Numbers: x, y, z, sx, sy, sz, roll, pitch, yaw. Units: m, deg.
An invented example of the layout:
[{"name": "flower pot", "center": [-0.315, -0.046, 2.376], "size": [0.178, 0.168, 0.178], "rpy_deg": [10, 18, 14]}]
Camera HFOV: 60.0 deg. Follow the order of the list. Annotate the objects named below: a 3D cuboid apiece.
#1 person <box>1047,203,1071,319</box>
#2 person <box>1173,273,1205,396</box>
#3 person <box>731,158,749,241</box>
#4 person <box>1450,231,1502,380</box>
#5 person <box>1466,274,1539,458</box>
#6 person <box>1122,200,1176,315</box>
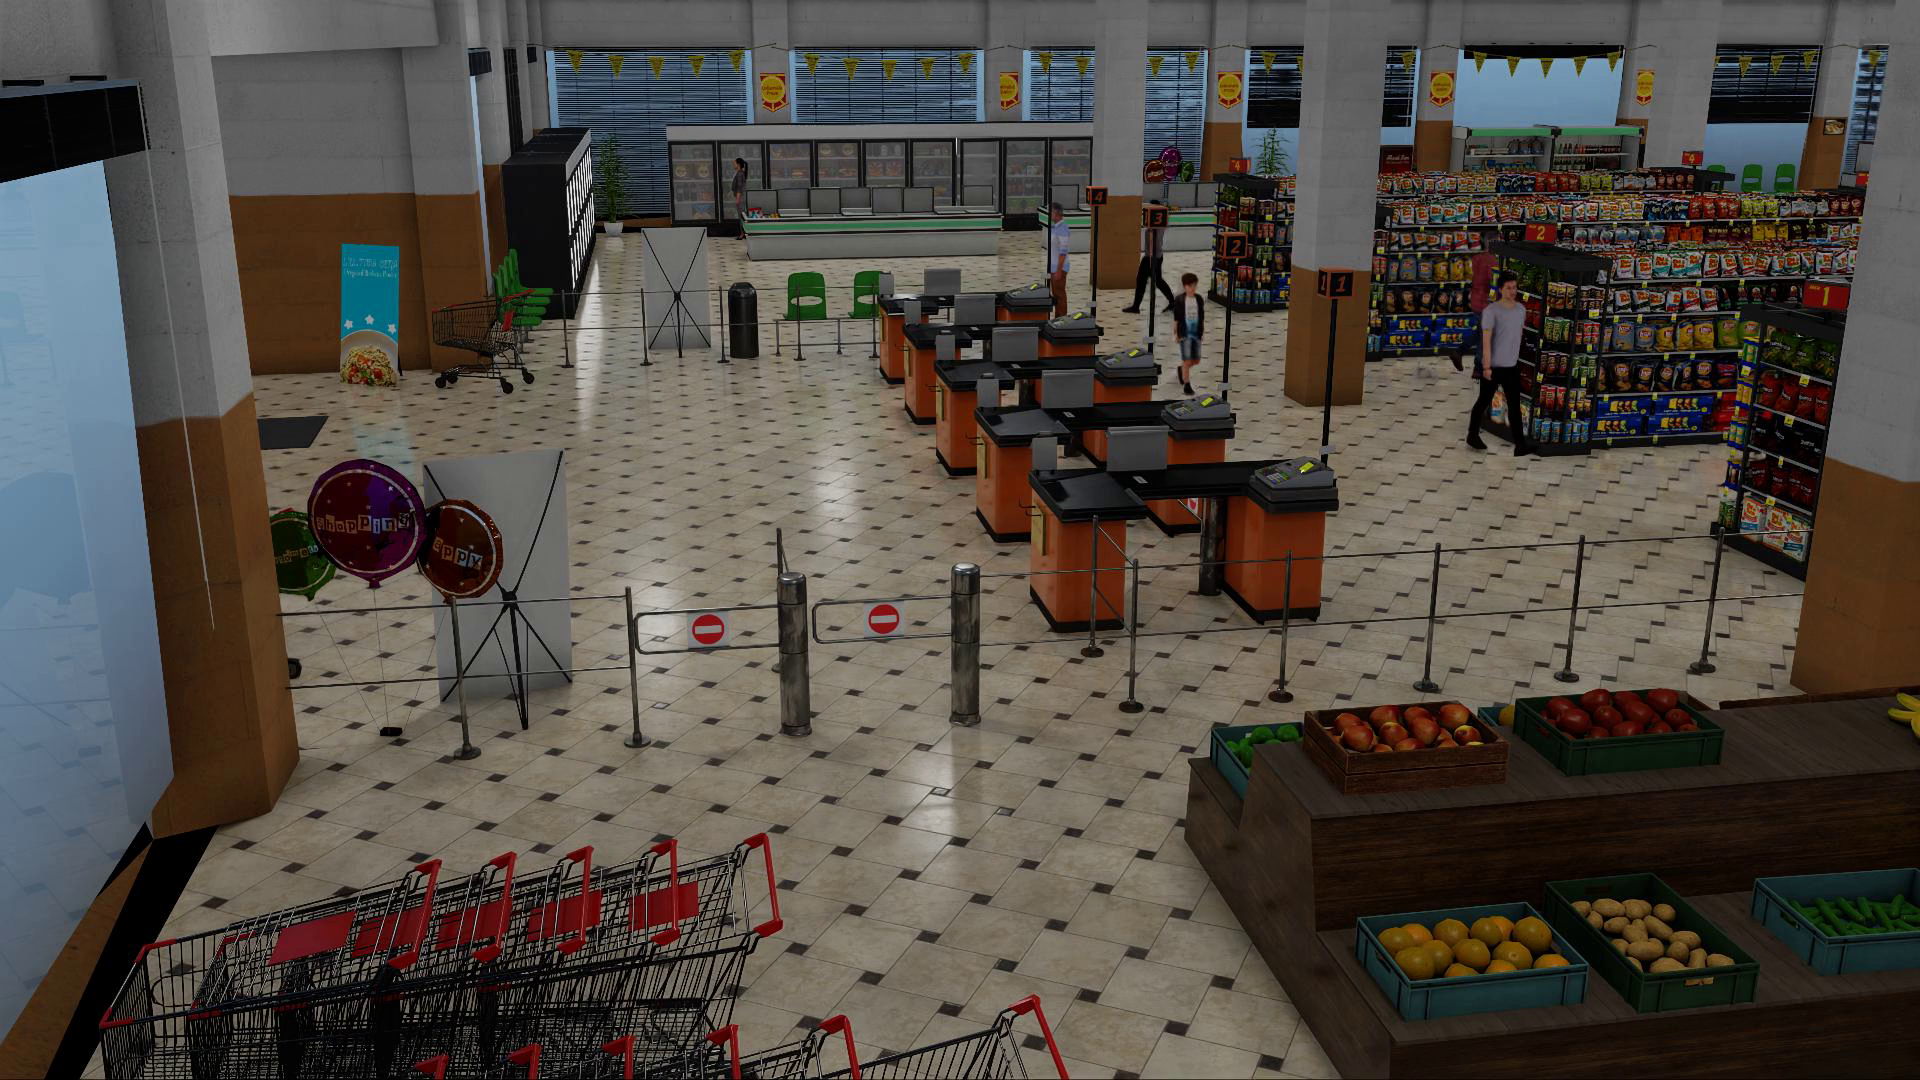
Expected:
[{"name": "person", "center": [1.431, -3.974, 24.117], "size": [0.555, 1.822, 0.676], "rpy_deg": [-2, 17, -8]}, {"name": "person", "center": [2.712, -2.454, 19.785], "size": [0.771, 1.431, 0.674], "rpy_deg": [-6, 18, -18]}, {"name": "person", "center": [-4.579, -7.137, 34.783], "size": [0.652, 1.679, 0.663], "rpy_deg": [0, 17, 1]}, {"name": "person", "center": [6.403, -2.902, 20.592], "size": [0.765, 1.820, 0.690], "rpy_deg": [-3, 17, -9]}, {"name": "person", "center": [5.400, -1.756, 16.830], "size": [1.149, 1.813, 0.813], "rpy_deg": [-5, 18, -16]}, {"name": "person", "center": [3.009, -4.290, 25.310], "size": [1.165, 1.734, 0.999], "rpy_deg": [7, 18, 23]}]
